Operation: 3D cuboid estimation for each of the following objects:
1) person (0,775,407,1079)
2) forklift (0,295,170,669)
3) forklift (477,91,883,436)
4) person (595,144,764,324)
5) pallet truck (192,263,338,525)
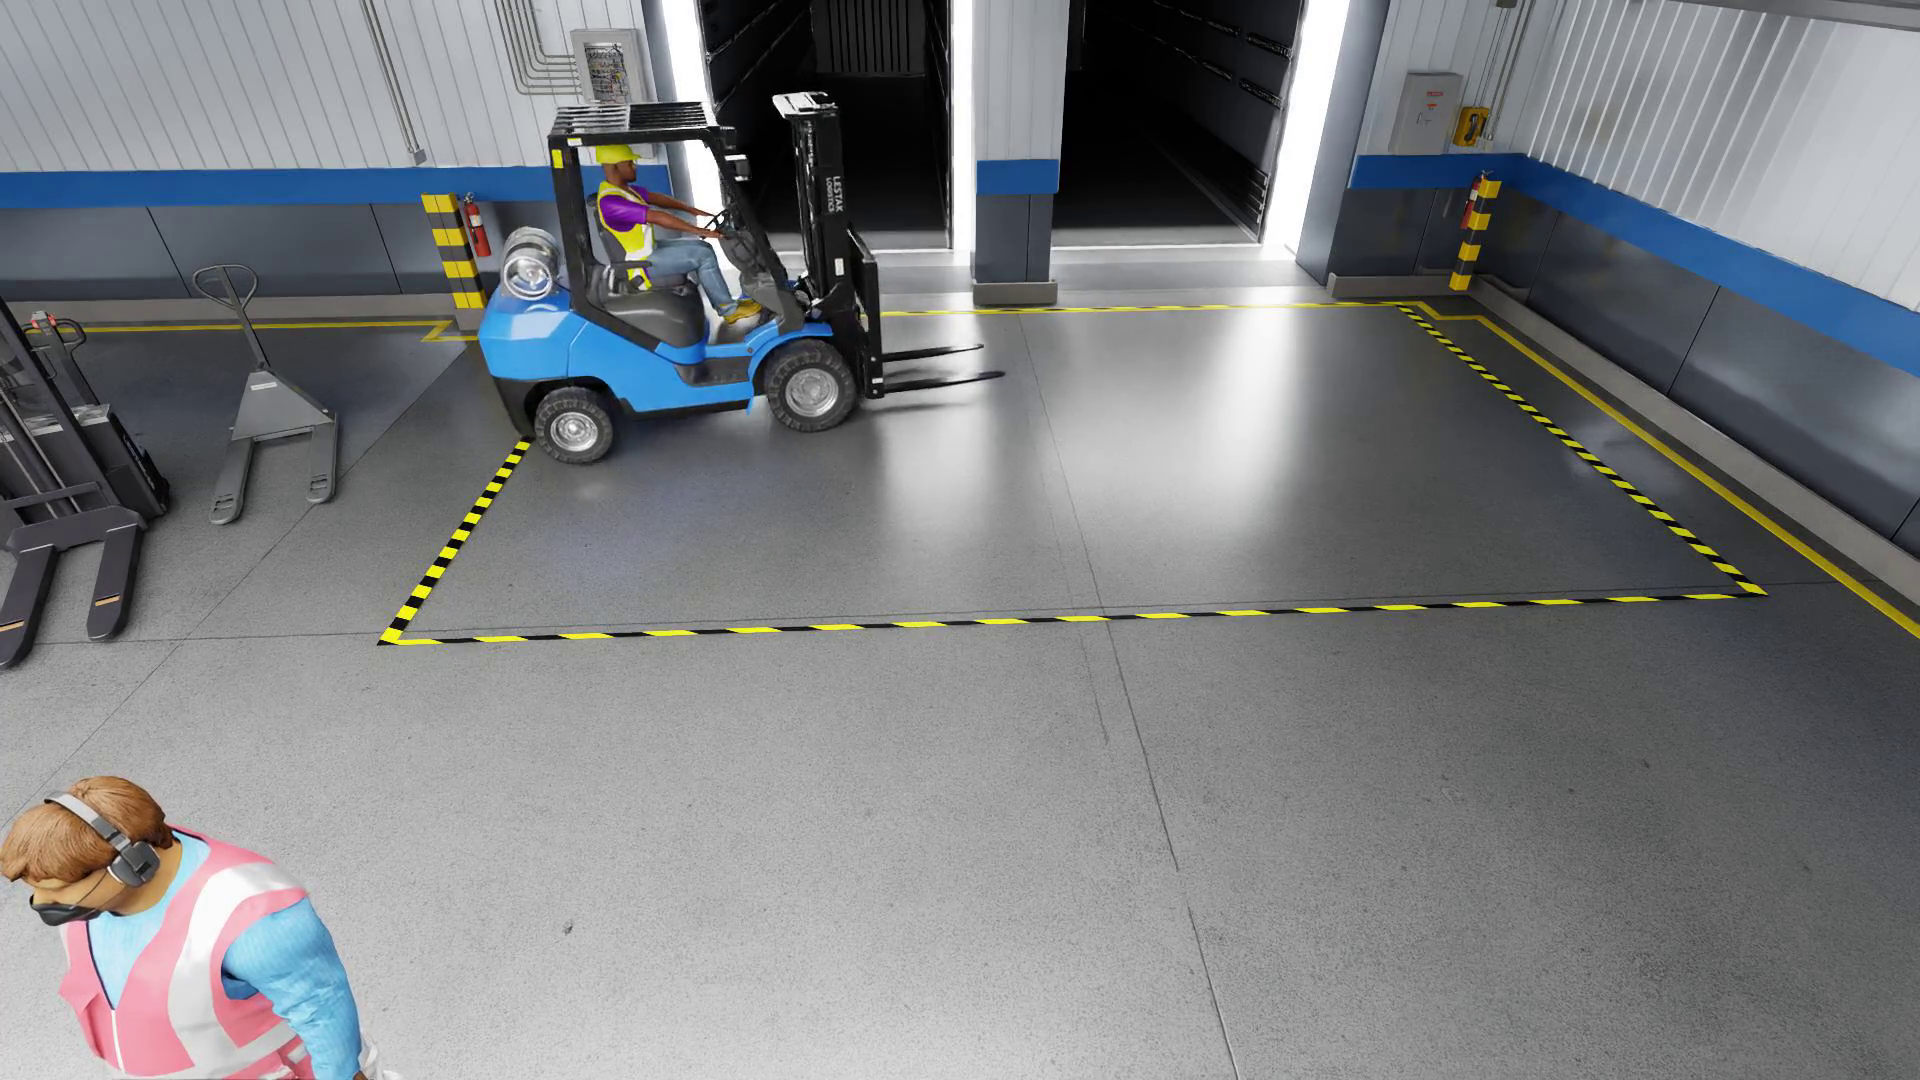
[{"bbox_3d":[-1.764,1.266,2.307,0.623,1.844,0.429,9,36,13],"label":"person"},{"bbox_3d":[-5.212,-0.618,4.878,0.823,1.965,1.885,-20,39,-26],"label":"forklift"},{"bbox_3d":[-2.015,-1.981,6.525,2.680,2.036,1.157,-9,36,-13],"label":"forklift"},{"bbox_3d":[-1.956,-2.139,6.425,1.004,1.294,0.635,-9,36,-13],"label":"person"},{"bbox_3d":[-4.778,-1.027,6.128,0.680,1.201,1.601,-17,38,-23],"label":"pallet truck"}]
